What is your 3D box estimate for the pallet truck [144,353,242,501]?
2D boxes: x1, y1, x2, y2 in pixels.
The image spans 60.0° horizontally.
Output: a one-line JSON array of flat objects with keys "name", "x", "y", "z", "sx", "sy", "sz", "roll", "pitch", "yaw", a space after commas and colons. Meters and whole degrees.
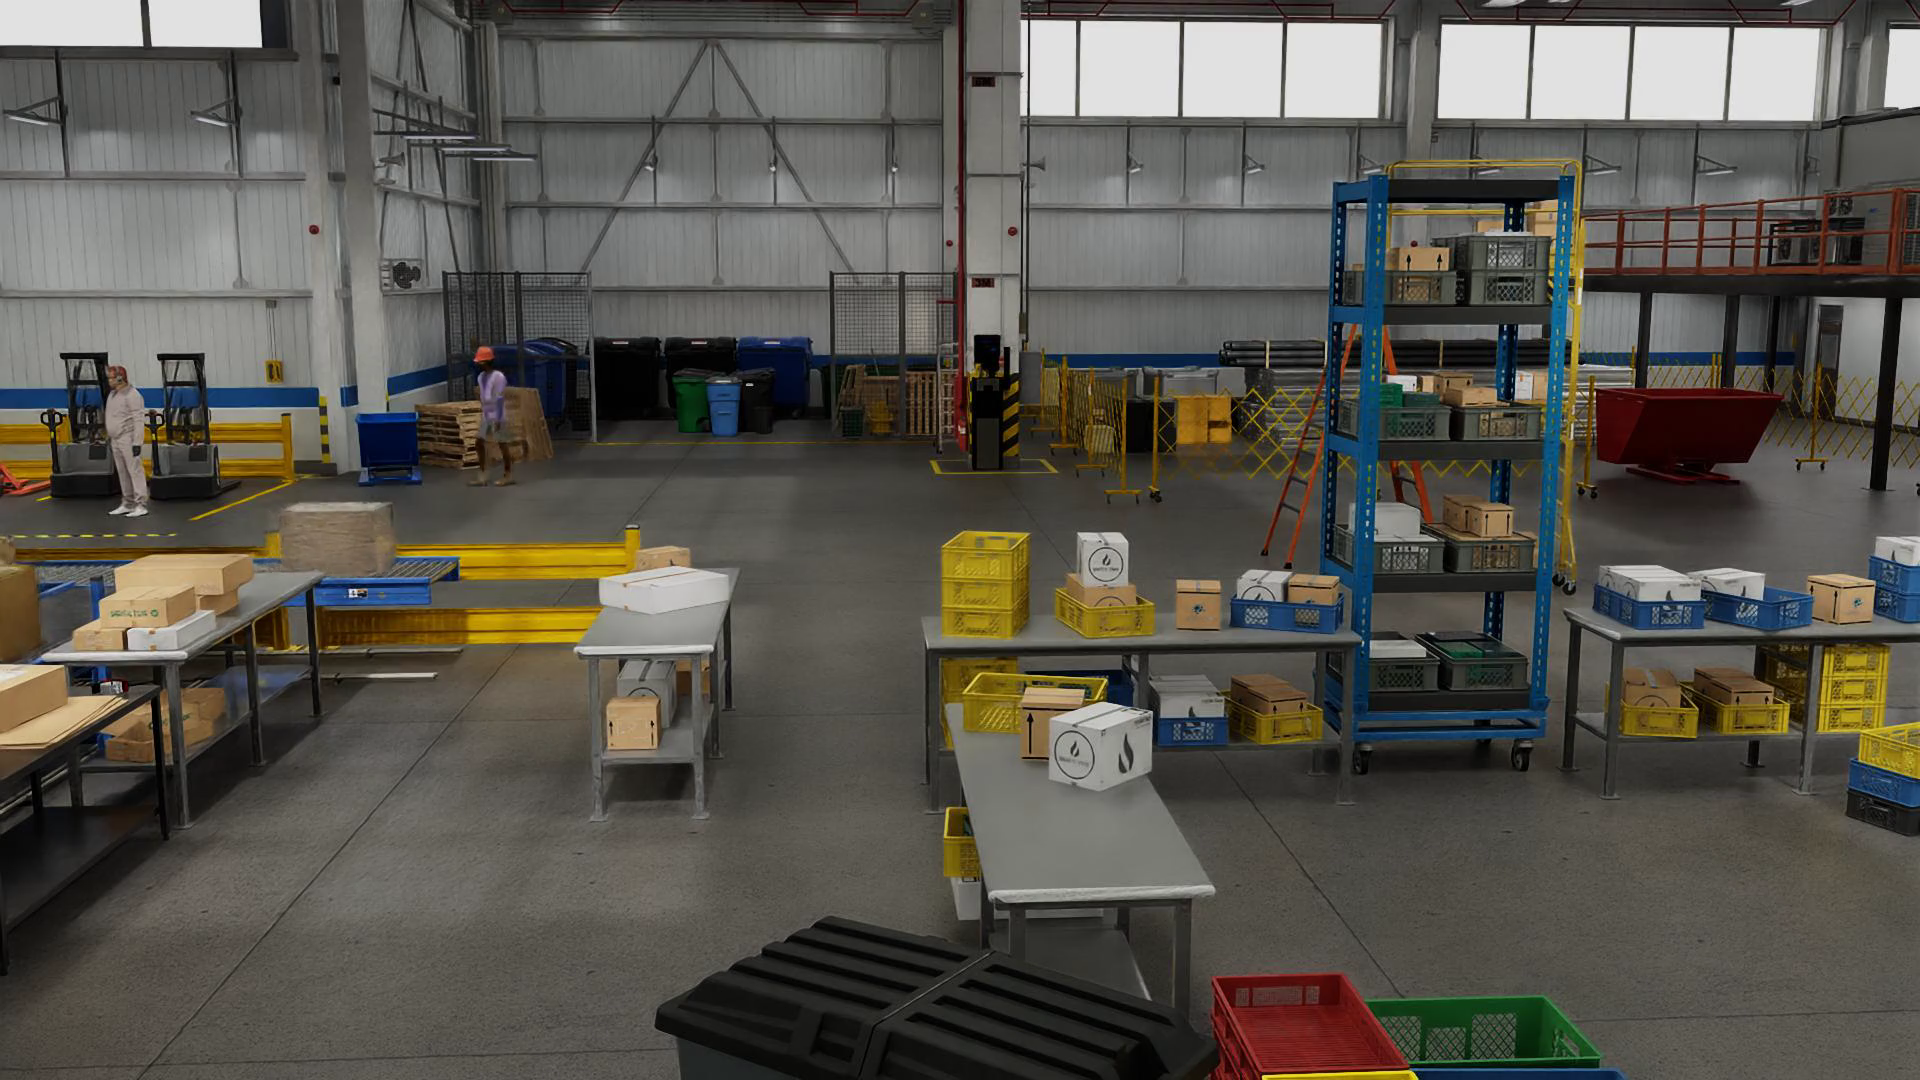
[{"name": "pallet truck", "x": -10.520, "y": -1.604, "z": 22.925, "sx": 0.823, "sy": 1.965, "sz": 1.885, "roll": -1, "pitch": 9, "yaw": -6}]

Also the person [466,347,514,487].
[{"name": "person", "x": -6.747, "y": -1.740, "z": 23.764, "sx": 0.613, "sy": 2.009, "sz": 0.821, "roll": 7, "pitch": 11, "yaw": 36}]

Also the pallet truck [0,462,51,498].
[{"name": "pallet truck", "x": -13.193, "y": -1.293, "z": 23.148, "sx": 0.653, "sy": 1.274, "sz": 1.630, "roll": -1, "pitch": 9, "yaw": -4}]

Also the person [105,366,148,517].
[{"name": "person", "x": -10.509, "y": -1.235, "z": 20.911, "sx": 0.642, "sy": 1.902, "sz": 0.399, "roll": 6, "pitch": 11, "yaw": 35}]

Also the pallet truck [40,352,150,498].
[{"name": "pallet truck", "x": -11.907, "y": -1.642, "z": 23.165, "sx": 0.823, "sy": 1.965, "sz": 1.885, "roll": 0, "pitch": 9, "yaw": 0}]
